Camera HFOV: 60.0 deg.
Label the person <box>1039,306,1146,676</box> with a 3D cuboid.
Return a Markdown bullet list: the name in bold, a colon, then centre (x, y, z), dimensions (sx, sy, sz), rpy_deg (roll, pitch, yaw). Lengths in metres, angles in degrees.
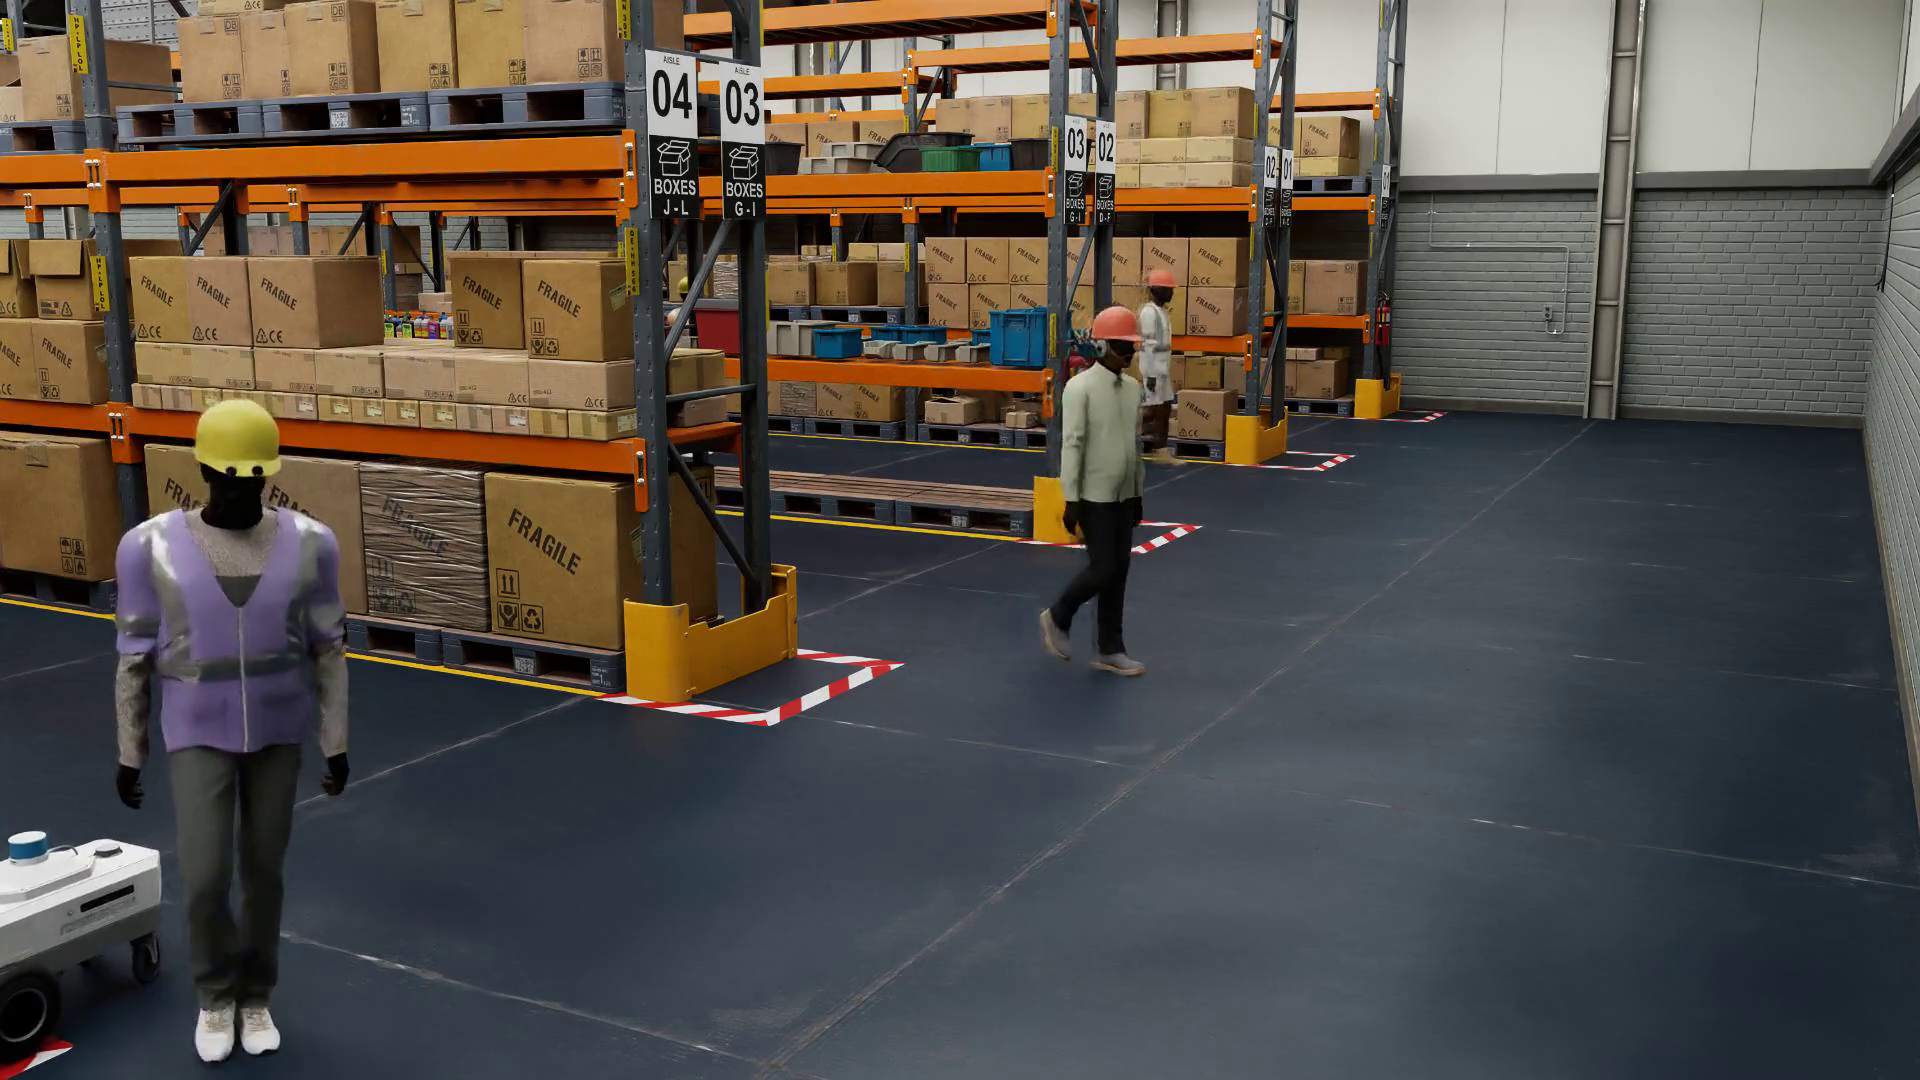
- **person**: centre (0.748, -0.255, 8.890), dimensions (0.506, 1.980, 0.639), rpy_deg (9, 14, 42)

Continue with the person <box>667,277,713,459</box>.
- **person**: centre (-2.857, -1.819, 17.610), dimensions (0.385, 1.921, 0.586), rpy_deg (6, 12, 29)

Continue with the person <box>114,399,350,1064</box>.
- **person**: centre (-2.033, 0.549, 4.702), dimensions (0.616, 1.904, 0.453), rpy_deg (-7, 12, -32)

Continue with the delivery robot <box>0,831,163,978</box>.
- **delivery robot**: centre (-2.790, 1.123, 5.018), dimensions (0.477, 0.478, 0.707), rpy_deg (5, 12, 26)

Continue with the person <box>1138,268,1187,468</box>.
- **person**: centre (1.921, -1.730, 16.825), dimensions (0.724, 2.027, 0.628), rpy_deg (5, 11, 24)
